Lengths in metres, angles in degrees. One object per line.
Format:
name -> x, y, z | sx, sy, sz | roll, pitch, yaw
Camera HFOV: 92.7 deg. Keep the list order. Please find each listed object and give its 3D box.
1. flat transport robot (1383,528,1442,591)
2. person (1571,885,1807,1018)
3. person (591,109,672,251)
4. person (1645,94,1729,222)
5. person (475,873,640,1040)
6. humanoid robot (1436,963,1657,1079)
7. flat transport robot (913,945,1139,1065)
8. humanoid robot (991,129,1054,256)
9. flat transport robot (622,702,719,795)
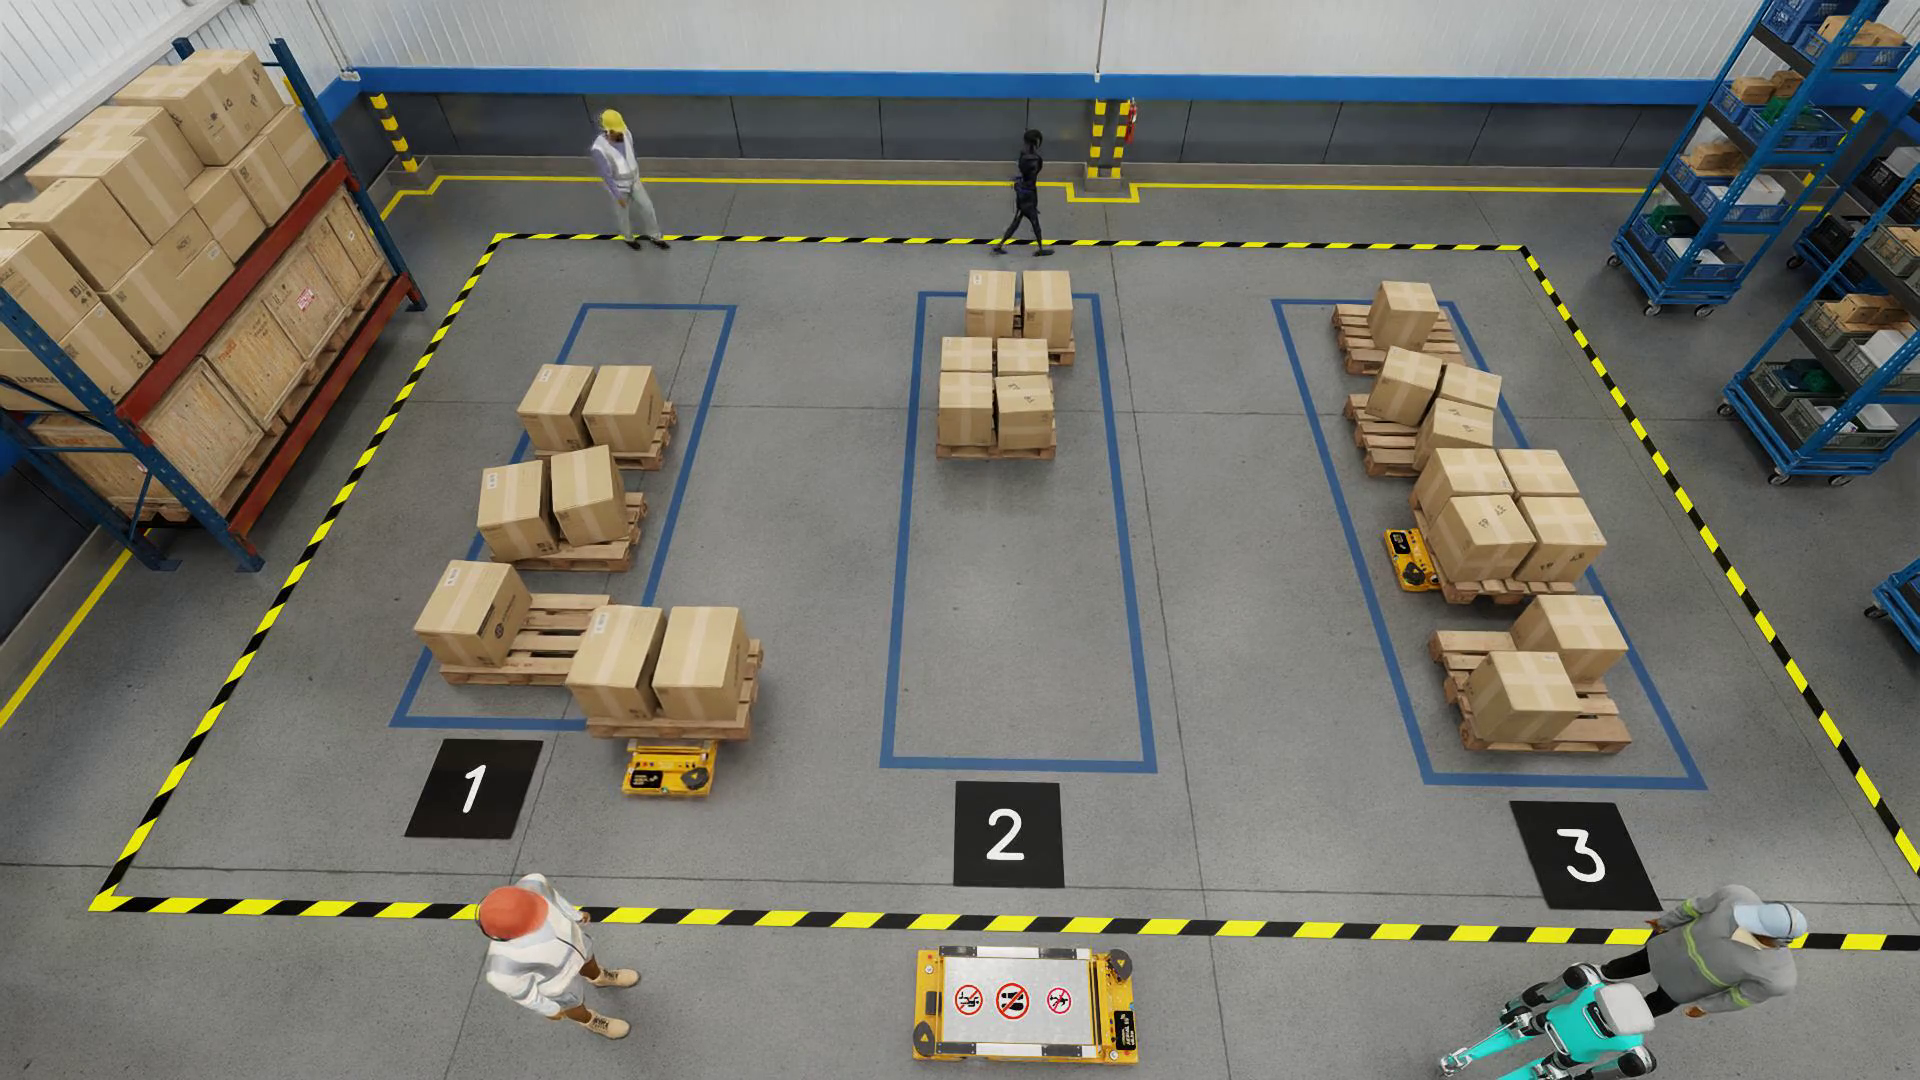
flat transport robot -> 4.689, 0.155, 8.342 | 1.431, 0.197, 0.652 | 1, 51, 1
person -> 4.308, 2.499, 5.430 | 0.397, 1.847, 0.587 | -1, 51, 0
person -> -3.958, -4.235, 10.956 | 0.758, 1.794, 0.600 | 29, 56, 21
person -> 8.825, -4.506, 11.128 | 0.317, 1.866, 0.533 | 0, 51, 0
person -> -2.309, 2.444, 5.351 | 0.386, 2.039, 0.614 | 0, 51, 0
humanoid robot -> 3.093, 2.872, 5.110 | 0.735, 1.677, 0.533 | -11, 52, -9
flat transport robot -> 0.422, 3.041, 6.007 | 1.431, 0.231, 0.659 | 1, 51, 1
humanoid robot -> 0.784, -4.129, 10.985 | 0.779, 1.646, 0.612 | -7, 51, -6
flat transport robot -> -2.227, 1.332, 7.382 | 0.652, 0.197, 1.431 | 1, 51, 1
